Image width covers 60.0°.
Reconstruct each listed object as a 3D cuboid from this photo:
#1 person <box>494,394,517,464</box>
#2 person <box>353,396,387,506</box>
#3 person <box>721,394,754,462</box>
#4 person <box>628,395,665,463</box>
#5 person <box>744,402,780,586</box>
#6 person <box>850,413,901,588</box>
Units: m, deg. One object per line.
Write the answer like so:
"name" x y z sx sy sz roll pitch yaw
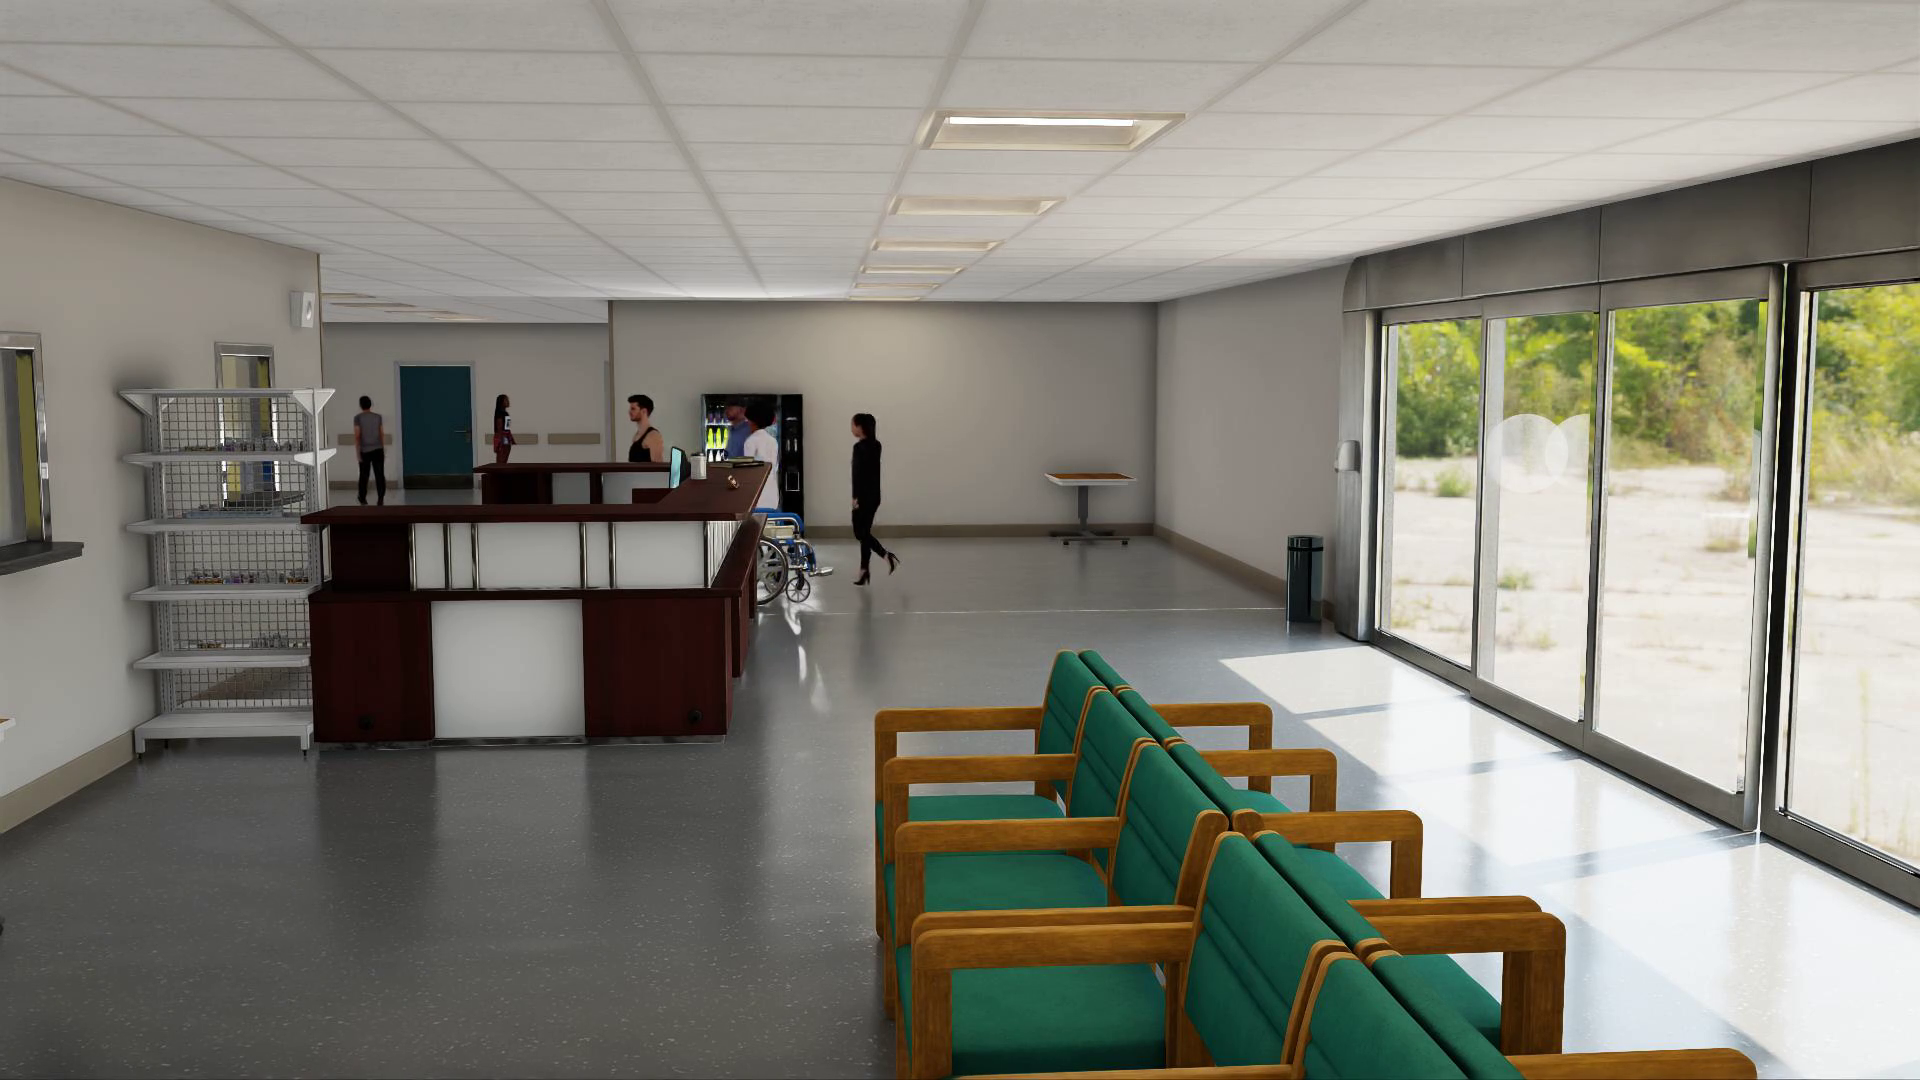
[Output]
"person" -7.819 -1.627 28.439 0.593 1.727 0.610 0 6 -3
"person" -8.985 -1.312 25.441 1.209 1.701 1.044 -3 7 -30
"person" -2.105 -0.540 16.933 0.915 1.867 0.874 -4 7 -33
"person" -2.924 -0.430 15.791 0.766 1.878 0.777 -3 6 -26
"person" -1.901 -0.445 16.366 0.989 1.792 0.920 4 7 38
"person" -0.847 -0.371 16.109 0.968 1.696 0.882 4 7 33
